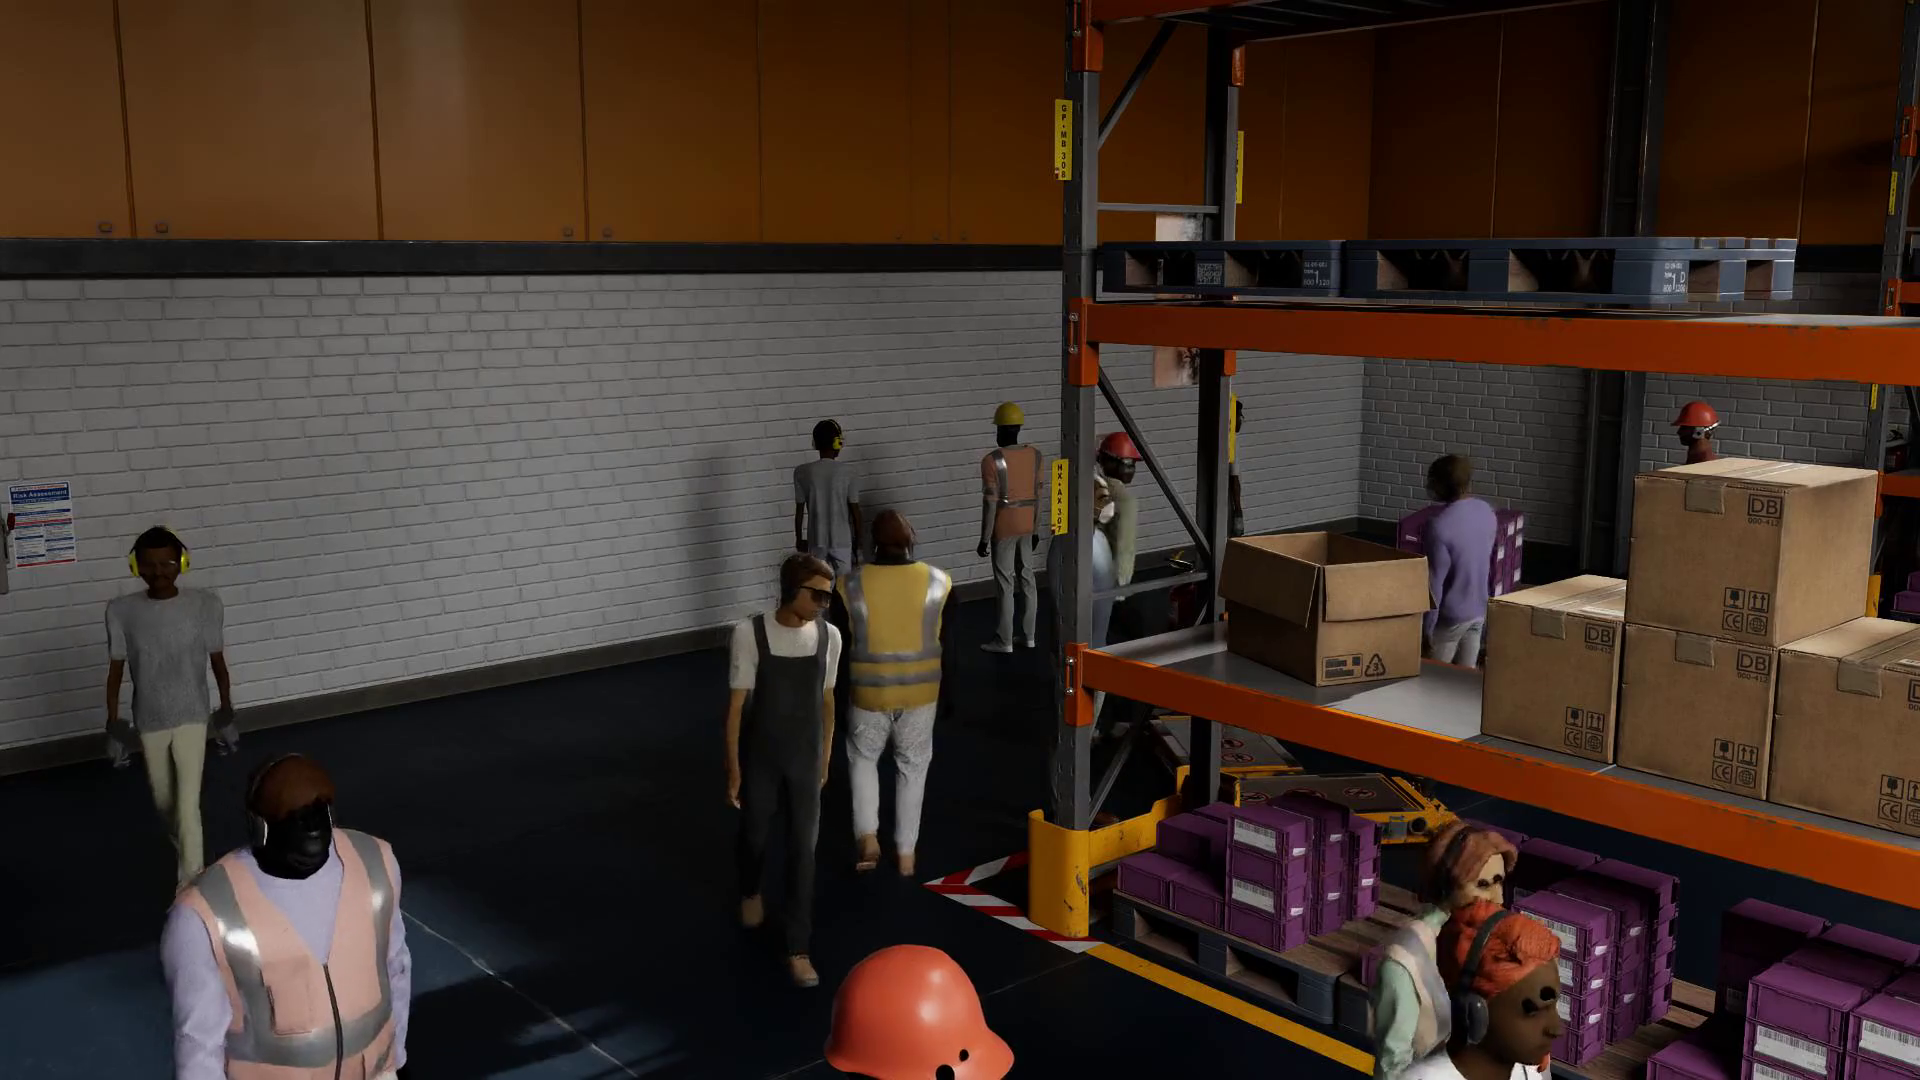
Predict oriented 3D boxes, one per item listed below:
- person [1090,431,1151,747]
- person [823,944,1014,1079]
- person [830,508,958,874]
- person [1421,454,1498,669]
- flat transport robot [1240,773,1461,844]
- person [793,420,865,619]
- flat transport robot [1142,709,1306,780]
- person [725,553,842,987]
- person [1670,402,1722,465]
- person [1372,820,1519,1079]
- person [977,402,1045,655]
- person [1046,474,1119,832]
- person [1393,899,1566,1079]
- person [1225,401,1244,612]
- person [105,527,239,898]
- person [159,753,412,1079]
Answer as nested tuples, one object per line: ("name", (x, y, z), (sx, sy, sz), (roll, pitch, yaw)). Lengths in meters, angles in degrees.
("person", (0.945, 0.312, 10.263), (0.652, 1.959, 0.655), (-5, 11, -28))
("person", (-0.097, 1.601, 2.807), (0.375, 1.939, 0.546), (2, 10, 14))
("person", (-0.325, 0.753, 8.093), (0.639, 1.828, 0.442), (-1, 10, -6))
("person", (2.875, 0.445, 9.642), (0.740, 1.912, 0.614), (-7, 12, -37))
("flat transport robot", (1.879, 1.423, 8.720), (1.431, 0.197, 0.652), (-1, 10, -6))
("person", (-0.945, 0.060, 12.048), (0.518, 1.865, 0.329), (1, 10, 7))
("flat transport robot", (1.513, 1.254, 9.708), (0.652, 0.197, 1.431), (-1, 10, -6))
("person", (-0.785, 0.925, 7.192), (0.547, 1.797, 0.878), (-3, 10, -18))
("person", (5.296, -0.003, 12.033), (0.395, 1.994, 0.612), (3, 10, 17))
("person", (1.258, 1.512, 4.272), (0.537, 1.619, 0.494), (-7, 12, -36))
("person", (0.378, -0.086, 12.710), (0.585, 1.928, 0.368), (-8, 12, -38))
("person", (0.640, 0.605, 8.635), (0.372, 1.940, 0.631), (3, 10, 18))
("person", (0.947, 1.571, 3.174), (0.453, 1.870, 0.605), (8, 13, 40))
("person", (2.180, -0.228, 13.715), (0.311, 1.869, 0.534), (-4, 11, -24))
("person", (-3.636, 0.822, 7.679), (0.538, 1.842, 0.919), (-3, 10, -16))
("person", (-1.631, 1.429, 4.230), (0.656, 1.794, 0.930), (-9, 13, -43))
